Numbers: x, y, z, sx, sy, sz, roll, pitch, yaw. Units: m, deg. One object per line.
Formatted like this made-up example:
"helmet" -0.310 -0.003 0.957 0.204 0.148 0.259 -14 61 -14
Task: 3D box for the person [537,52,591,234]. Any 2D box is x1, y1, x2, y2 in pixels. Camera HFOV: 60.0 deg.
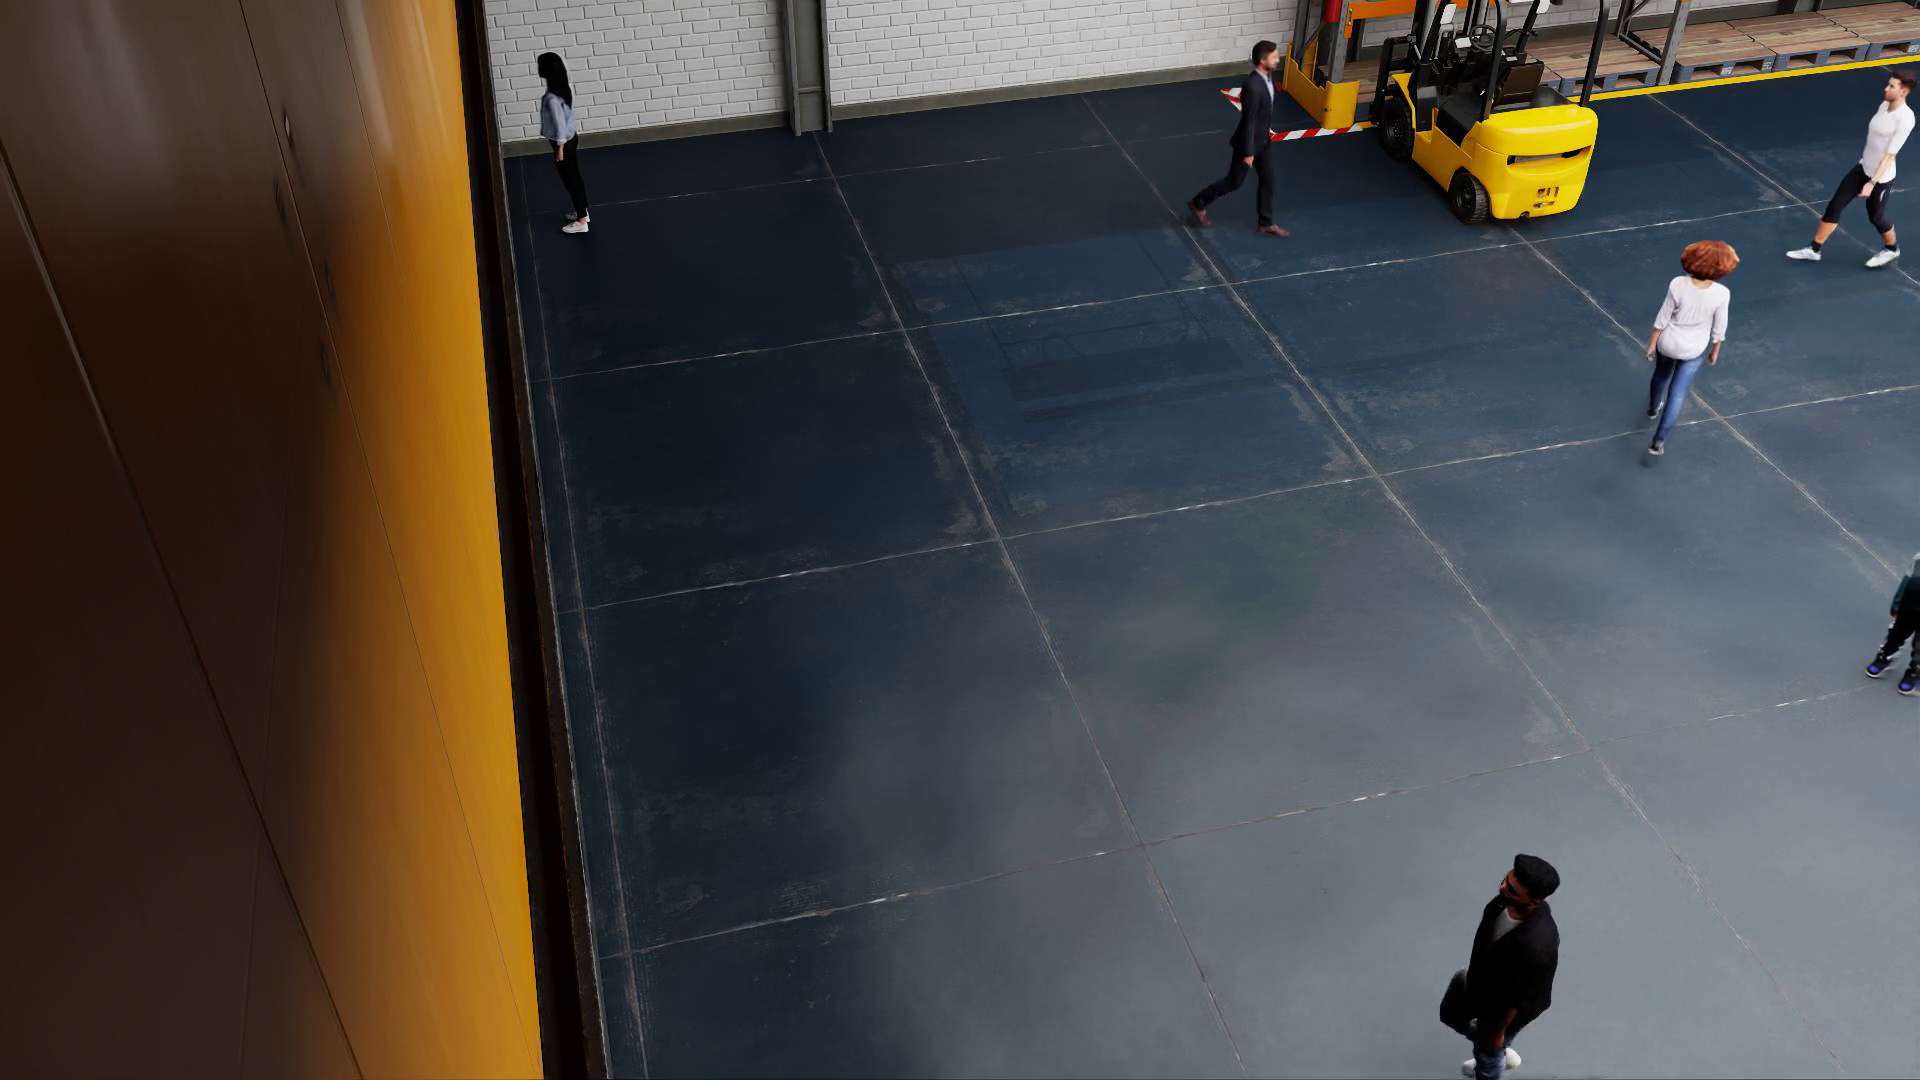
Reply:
"person" -3.637 -3.645 15.263 0.610 1.710 0.648 -1 39 -2

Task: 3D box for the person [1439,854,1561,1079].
"person" 2.680 2.144 7.945 0.769 1.797 0.772 -1 39 -2

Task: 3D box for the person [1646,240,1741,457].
"person" 5.415 -1.422 12.504 1.142 1.679 1.210 21 43 24

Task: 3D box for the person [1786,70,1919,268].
"person" 8.142 -3.221 14.645 1.256 1.818 0.826 -3 39 -4

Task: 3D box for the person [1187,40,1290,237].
"person" 2.579 -3.631 15.148 1.270 1.832 1.122 15 41 18

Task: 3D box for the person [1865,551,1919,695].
"person" 6.126 0.415 10.545 0.567 1.253 0.556 -25 45 -28
